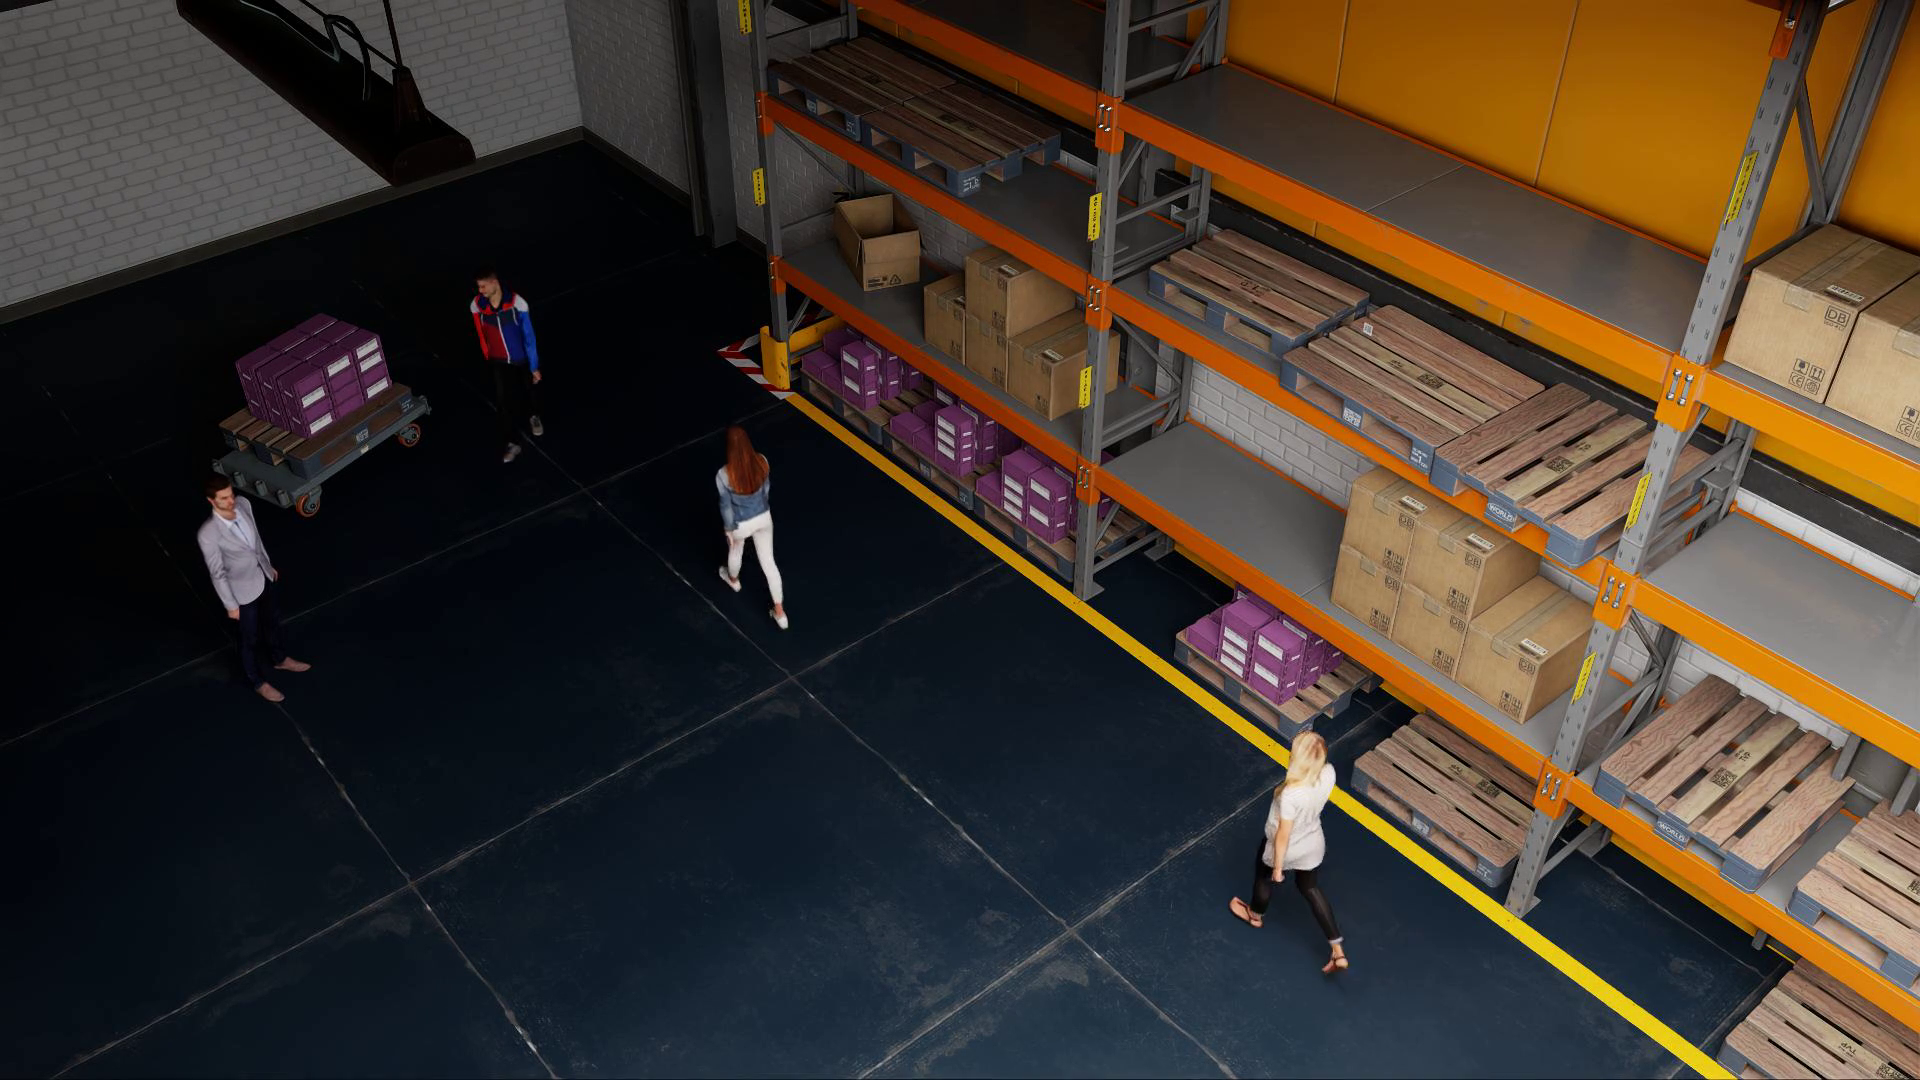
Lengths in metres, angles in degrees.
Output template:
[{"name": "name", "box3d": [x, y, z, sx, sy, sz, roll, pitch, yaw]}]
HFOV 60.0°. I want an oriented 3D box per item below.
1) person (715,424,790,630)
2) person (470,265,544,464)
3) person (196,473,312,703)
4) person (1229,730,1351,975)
[{"name": "person", "box3d": [-1.497, -0.073, 12.235, 0.761, 1.660, 1.167, -20, 43, -23]}, {"name": "person", "box3d": [-3.801, -1.615, 14.109, 0.978, 1.730, 1.097, -7, 39, -8]}, {"name": "person", "box3d": [-4.988, 0.290, 11.630, 0.766, 1.848, 0.762, 10, 40, 13]}, {"name": "person", "box3d": [2.035, 1.838, 9.731, 0.658, 1.799, 1.134, -25, 45, -28]}]
